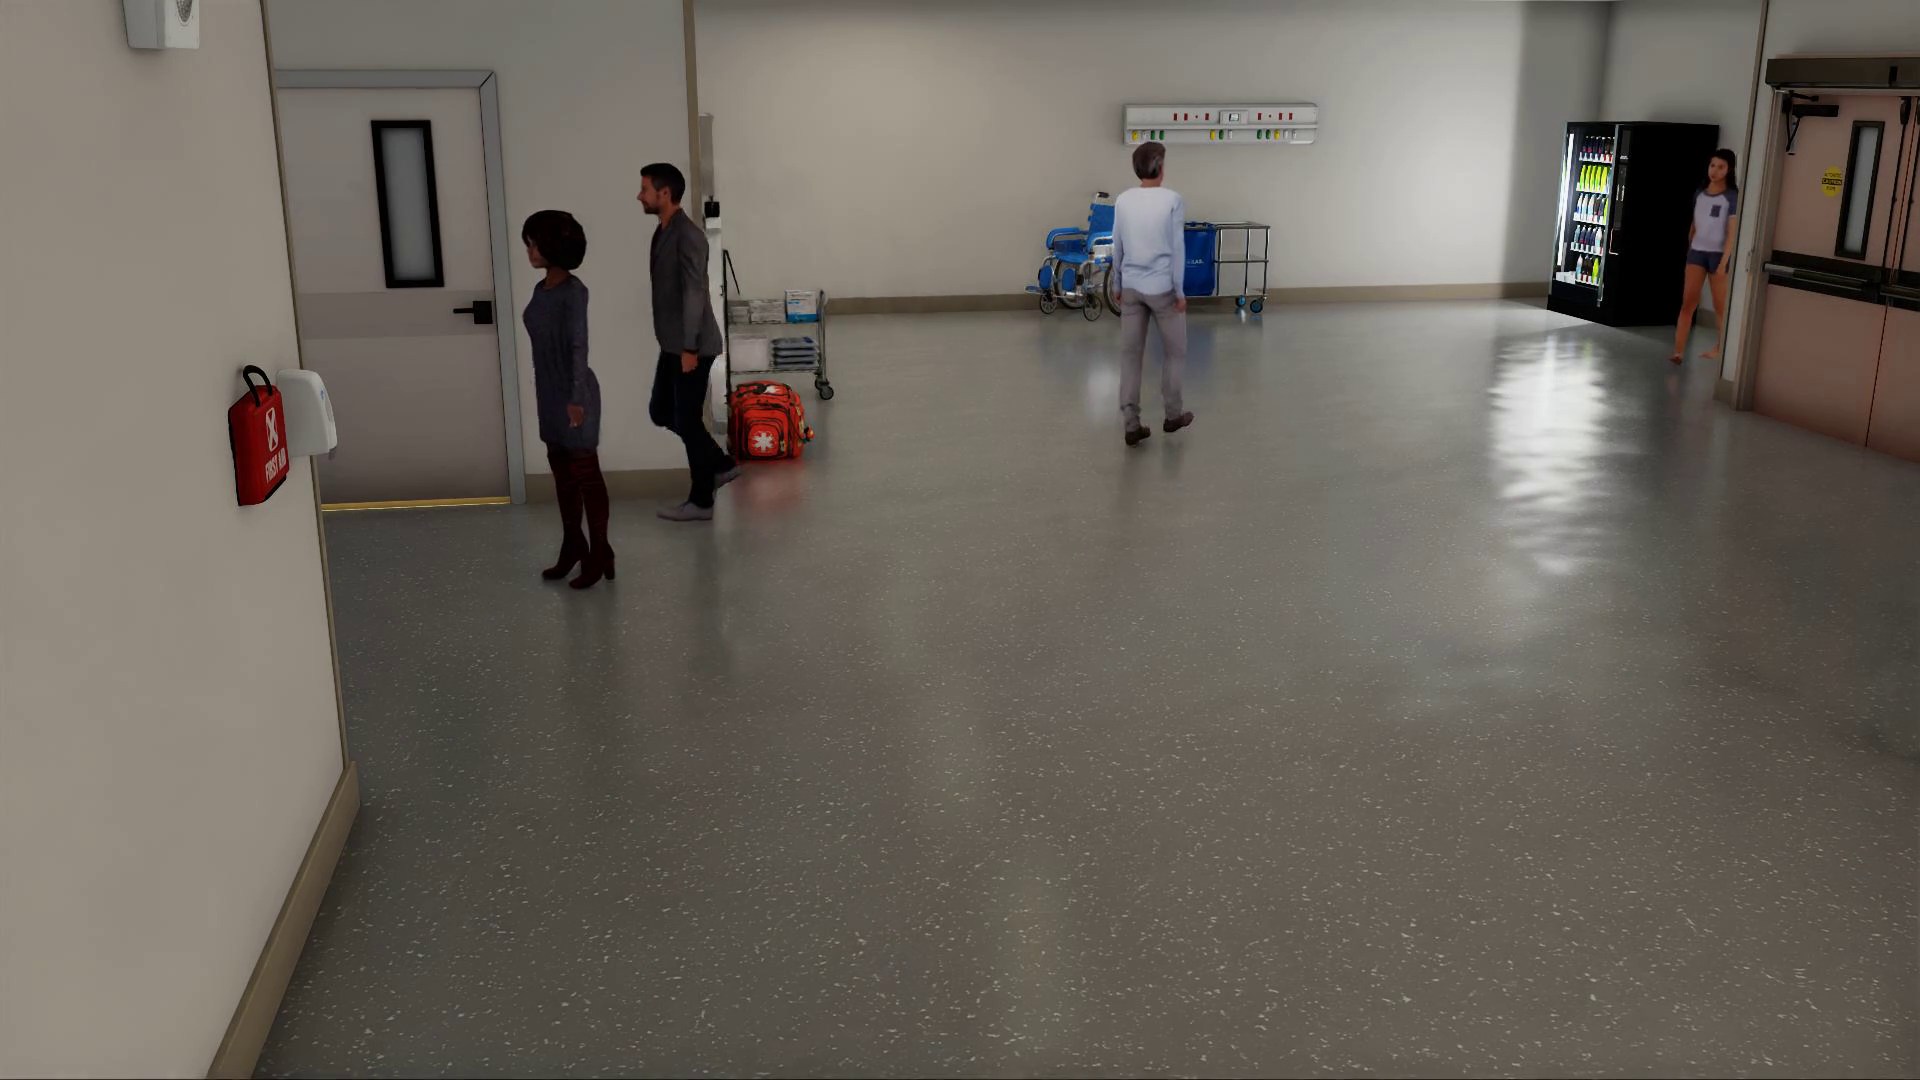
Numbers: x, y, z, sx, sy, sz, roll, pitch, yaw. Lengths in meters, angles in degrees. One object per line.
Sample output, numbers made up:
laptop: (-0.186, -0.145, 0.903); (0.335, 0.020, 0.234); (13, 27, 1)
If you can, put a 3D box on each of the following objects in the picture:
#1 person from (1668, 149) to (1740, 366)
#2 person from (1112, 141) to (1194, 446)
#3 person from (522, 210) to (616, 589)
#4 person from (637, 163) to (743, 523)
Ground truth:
person: (6.002, -2.213, 13.236); (1.002, 1.676, 1.110); (-9, 18, -30)
person: (1.159, -1.522, 10.431); (1.004, 1.869, 1.098); (8, 17, 25)
person: (-1.784, -0.642, 7.602); (0.735, 1.710, 0.611); (-14, 21, -41)
person: (-1.348, -1.019, 8.677); (0.905, 1.852, 0.815); (-9, 18, -28)
